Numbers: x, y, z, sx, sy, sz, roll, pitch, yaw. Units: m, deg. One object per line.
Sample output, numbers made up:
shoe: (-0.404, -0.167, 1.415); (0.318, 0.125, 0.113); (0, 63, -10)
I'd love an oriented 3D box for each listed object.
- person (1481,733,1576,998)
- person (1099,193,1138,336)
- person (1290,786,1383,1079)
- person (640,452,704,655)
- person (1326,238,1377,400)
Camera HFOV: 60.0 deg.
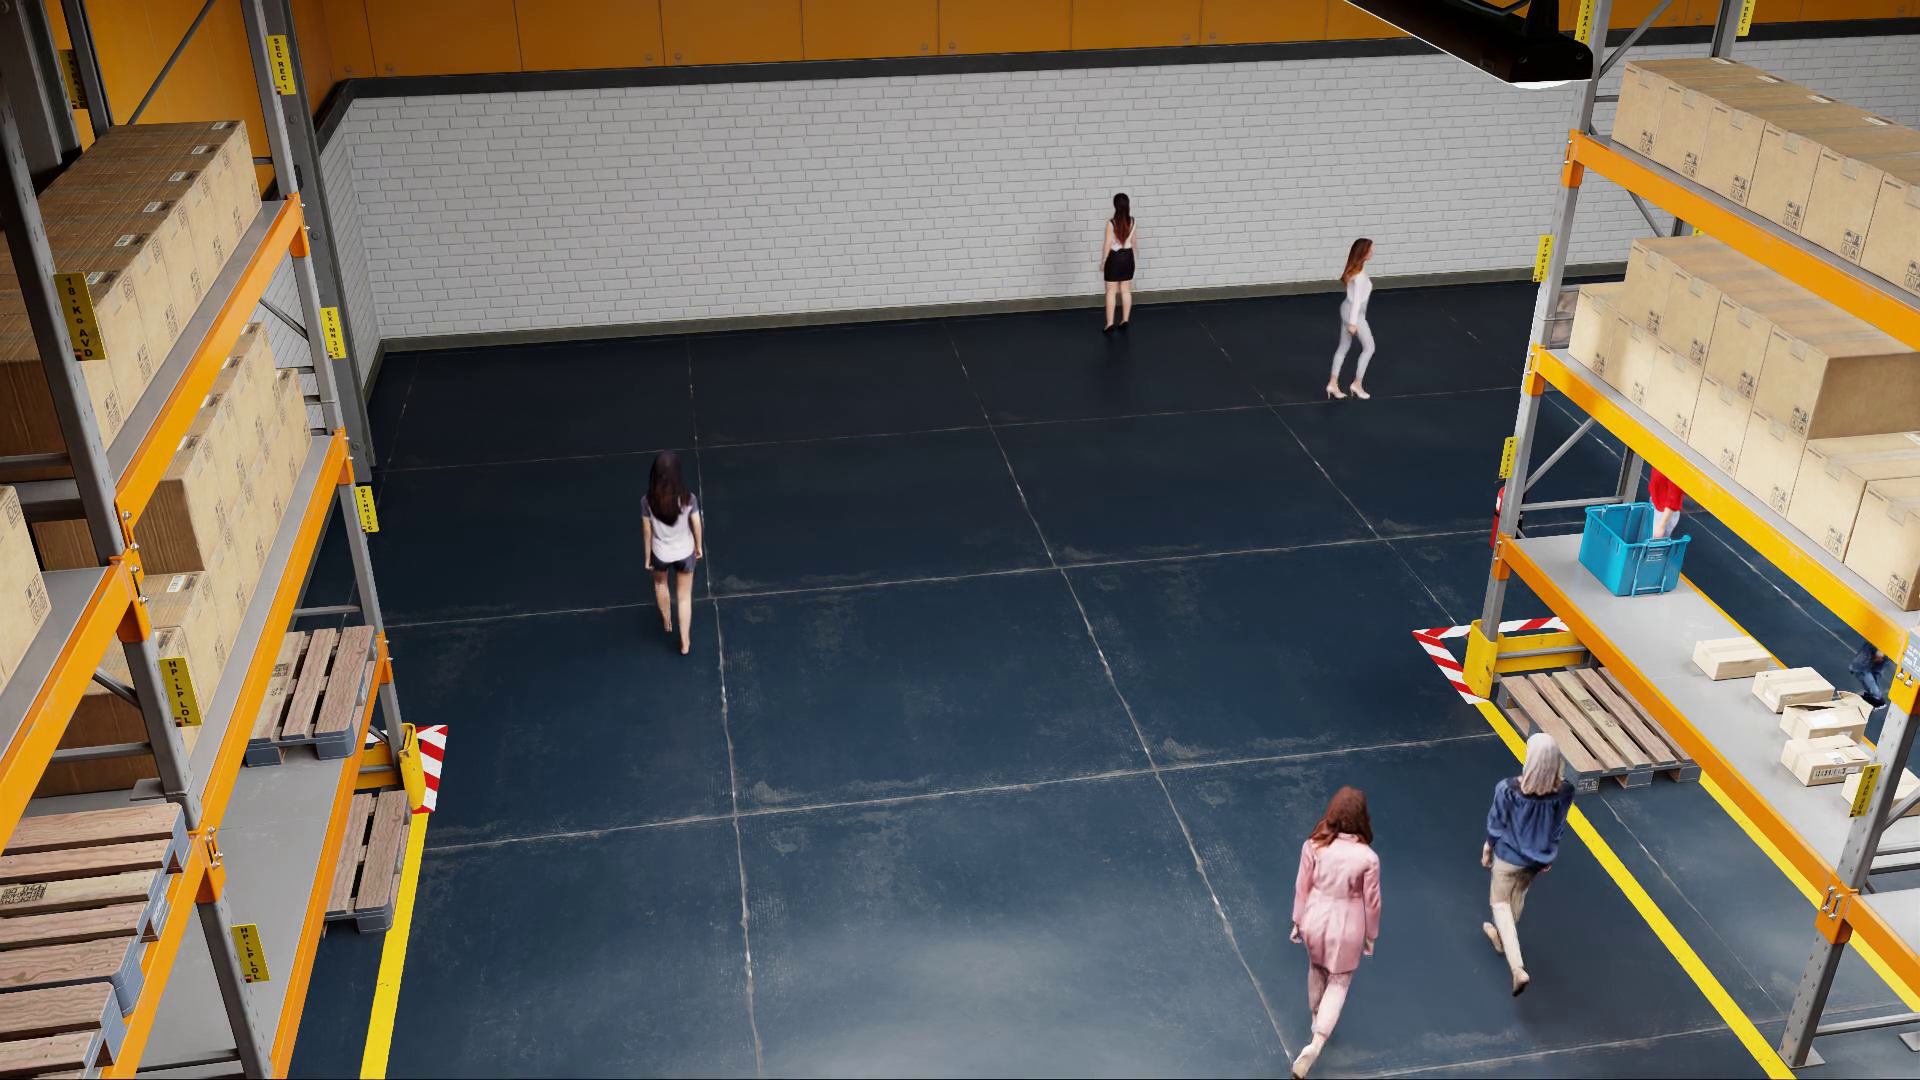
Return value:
person: (3.318, 1.907, 9.721); (0.679, 1.675, 1.027); (-2, 29, -3)
person: (1.828, -3.158, 19.036); (0.616, 1.648, 0.595); (-14, 32, -24)
person: (2.000, 2.193, 9.086); (0.964, 1.780, 1.094); (13, 31, 22)
person: (-2.237, 0.143, 12.946); (0.608, 1.684, 0.757); (-6, 29, -10)
person: (4.005, -2.277, 17.313); (0.728, 1.750, 0.663); (-1, 29, -1)
